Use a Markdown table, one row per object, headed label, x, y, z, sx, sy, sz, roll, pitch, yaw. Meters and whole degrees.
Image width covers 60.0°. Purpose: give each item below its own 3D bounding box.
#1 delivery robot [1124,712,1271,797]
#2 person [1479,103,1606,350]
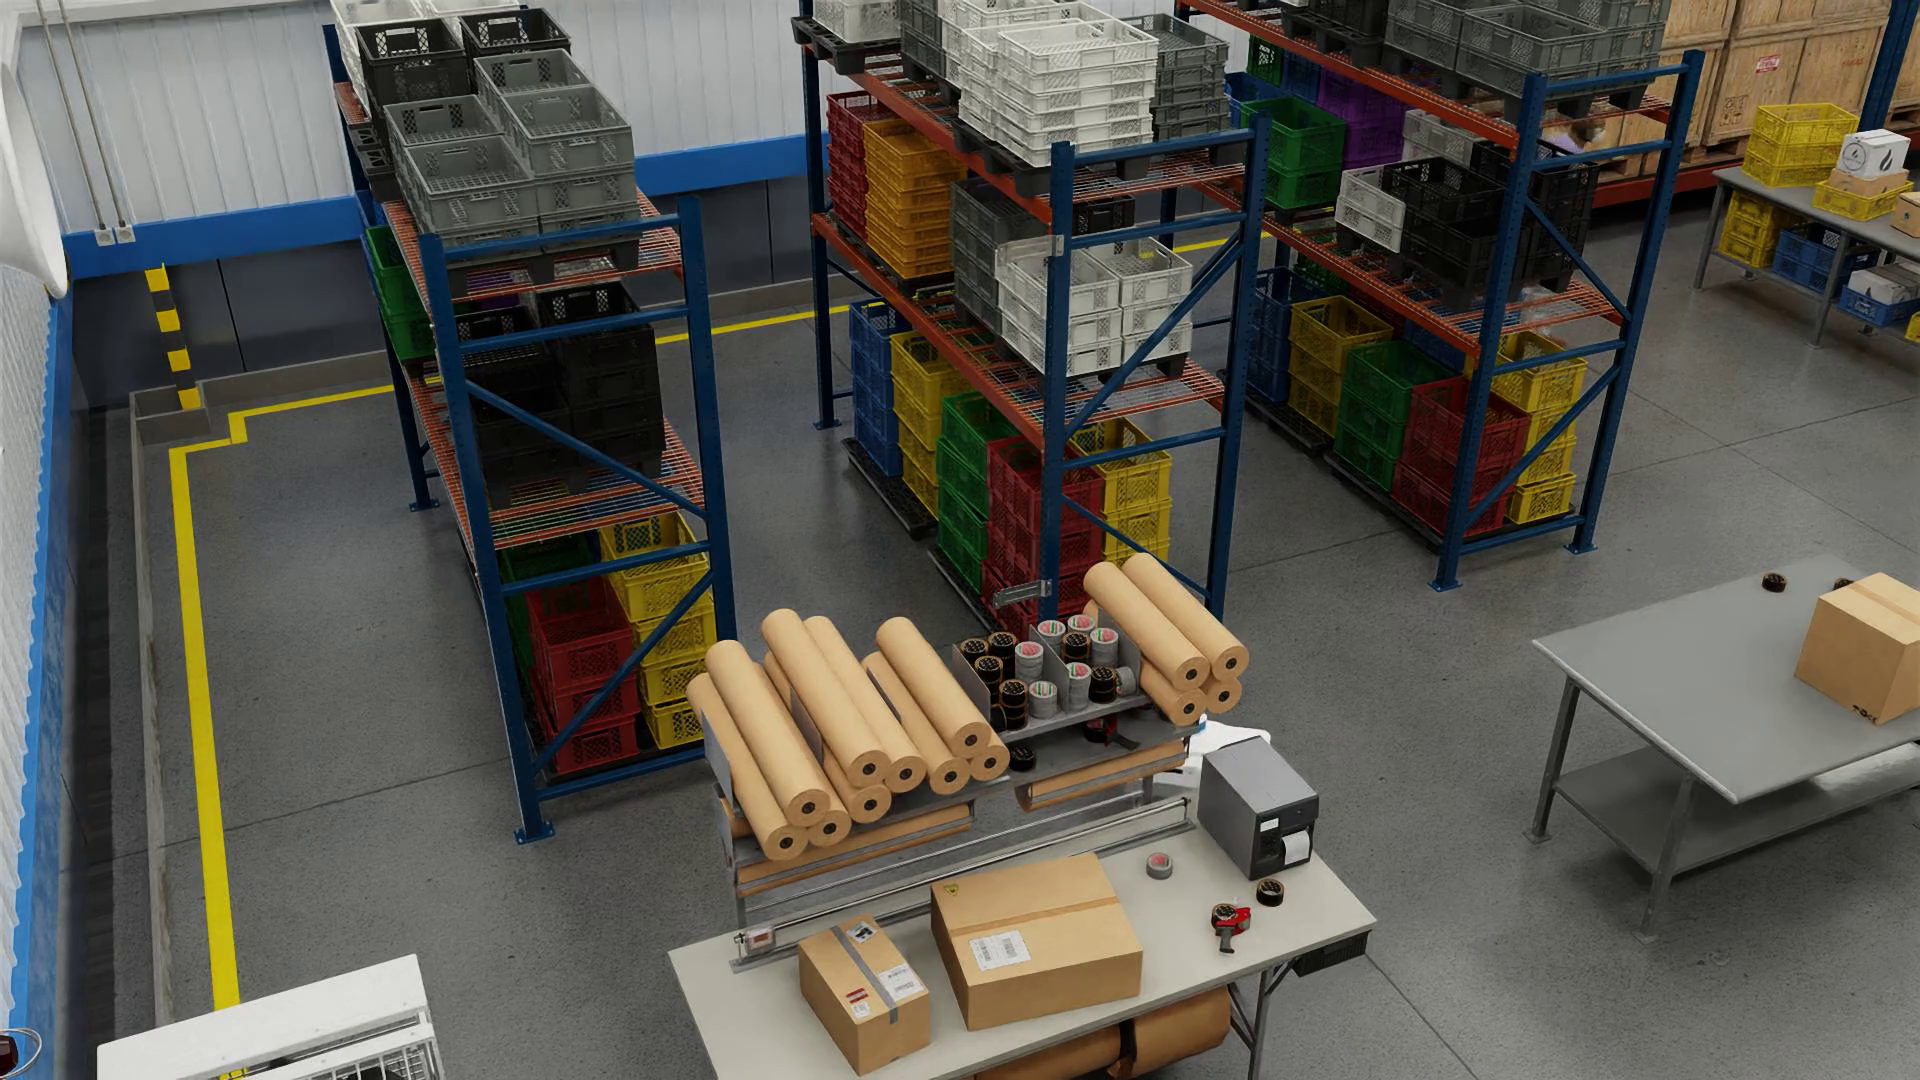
| label | x | y | z | sx | sy | sz | roll | pitch | yaw |
| --- | --- | --- | --- | --- | --- | --- | --- | --- | --- |
| delivery robot | 1.107 | 1.028 | 7.921 | 0.707 | 0.478 | 0.477 | 7 | 32 | 11 |
| person | 4.175 | -2.272 | 12.088 | 0.714 | 1.913 | 0.642 | 11 | 33 | 17 |
